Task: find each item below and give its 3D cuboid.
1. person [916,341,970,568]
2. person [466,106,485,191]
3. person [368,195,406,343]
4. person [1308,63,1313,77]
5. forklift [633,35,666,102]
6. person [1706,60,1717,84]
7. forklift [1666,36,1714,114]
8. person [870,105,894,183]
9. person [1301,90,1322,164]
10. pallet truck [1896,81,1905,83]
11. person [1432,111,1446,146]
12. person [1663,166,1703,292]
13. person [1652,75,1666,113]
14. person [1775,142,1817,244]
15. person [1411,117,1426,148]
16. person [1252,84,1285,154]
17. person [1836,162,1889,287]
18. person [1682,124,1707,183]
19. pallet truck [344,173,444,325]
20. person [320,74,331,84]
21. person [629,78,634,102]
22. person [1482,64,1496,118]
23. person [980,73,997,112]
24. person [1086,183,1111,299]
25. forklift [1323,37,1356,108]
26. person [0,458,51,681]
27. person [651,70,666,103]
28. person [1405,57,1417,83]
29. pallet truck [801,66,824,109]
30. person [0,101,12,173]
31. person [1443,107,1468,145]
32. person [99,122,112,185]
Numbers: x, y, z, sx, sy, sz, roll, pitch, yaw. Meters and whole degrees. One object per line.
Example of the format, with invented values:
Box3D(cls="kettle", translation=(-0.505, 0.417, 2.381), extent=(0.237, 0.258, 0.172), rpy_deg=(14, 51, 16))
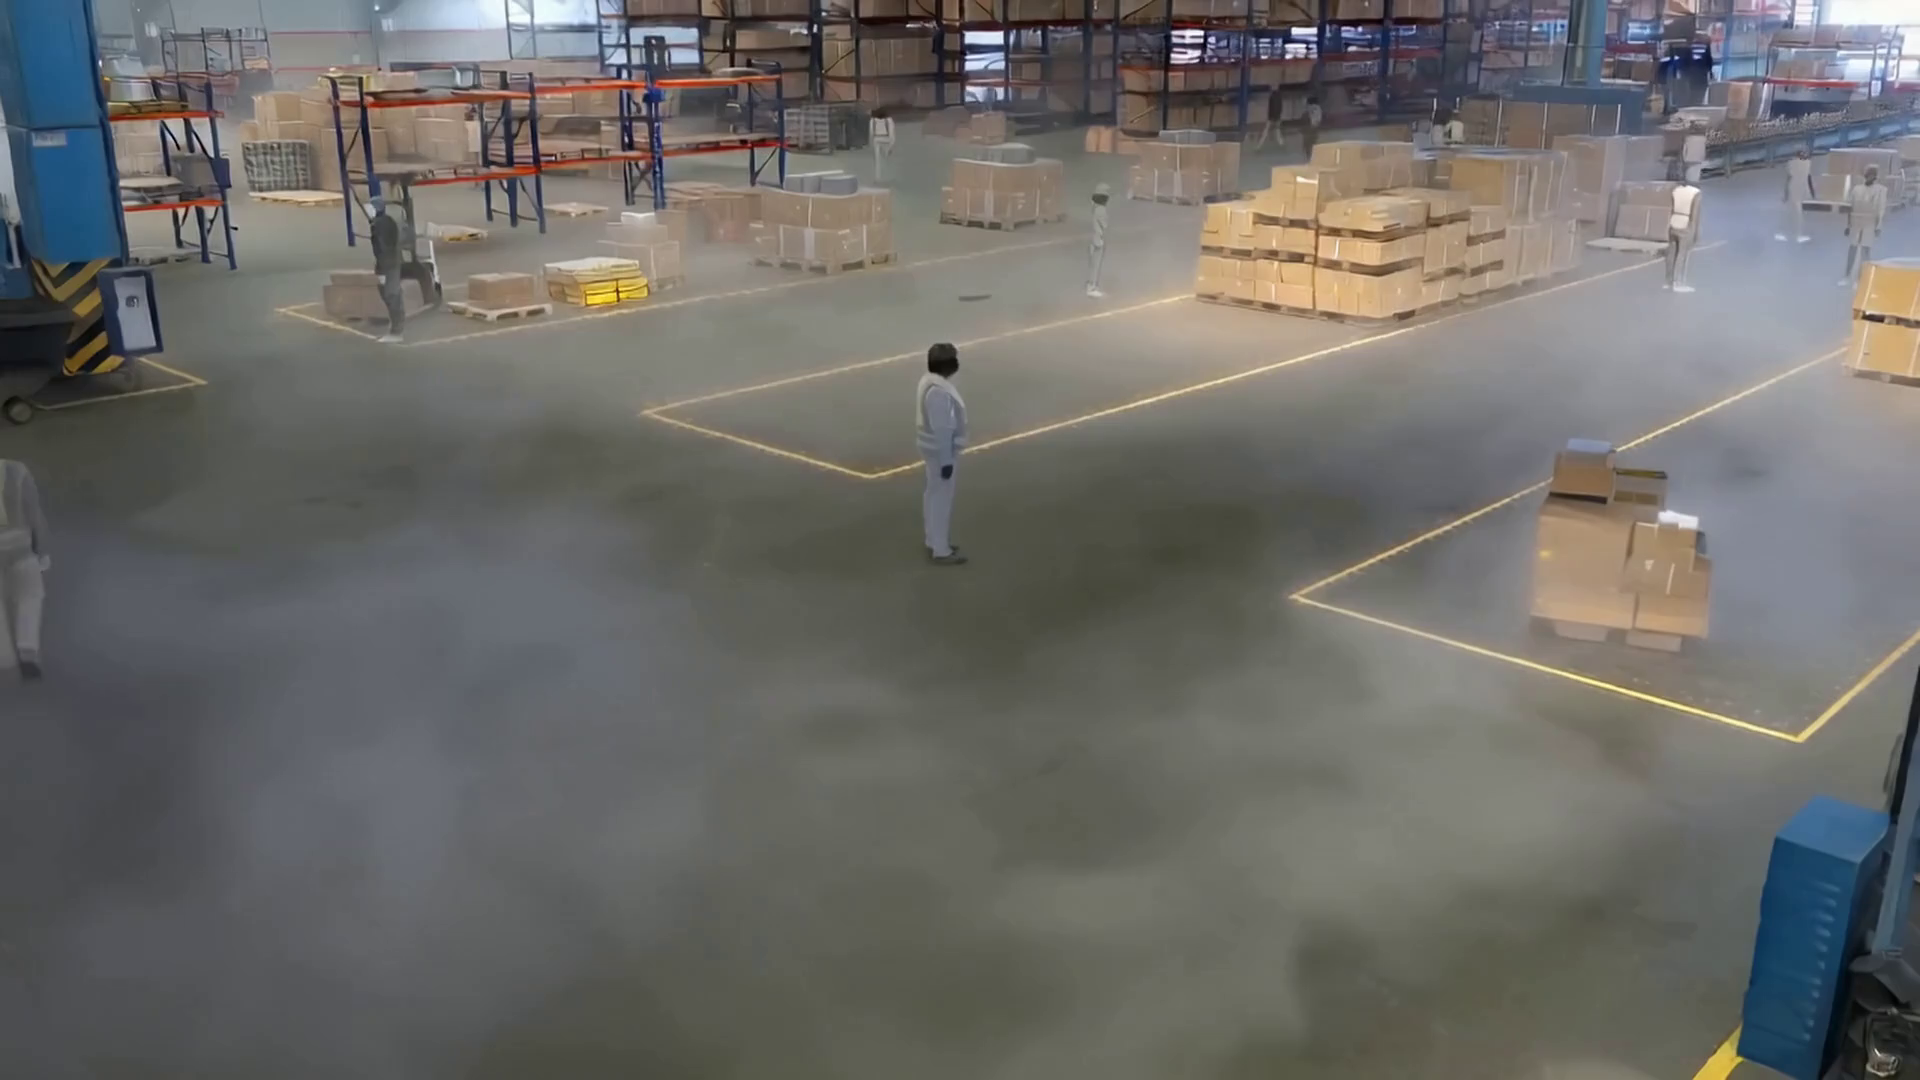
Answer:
Box3D(cls="person", translation=(-0.137, -0.701, 13.518), extent=(0.429, 1.844, 0.627), rpy_deg=(-3, 19, -9))
Box3D(cls="person", translation=(-11.237, -9.085, 38.641), extent=(0.368, 1.928, 0.585), rpy_deg=(0, 18, 1))
Box3D(cls="person", translation=(-7.623, -3.602, 22.105), extent=(0.367, 1.940, 0.634), rpy_deg=(-2, 18, -5))
Box3D(cls="person", translation=(14.078, -18.798, 67.817), extent=(1.056, 1.986, 0.626), rpy_deg=(10, 21, 28))
Box3D(cls="forklift", translation=(-11.553, -17.681, 63.053), extent=(1.129, 2.768, 1.873), rpy_deg=(17, 25, 41))
Box3D(cls="person", translation=(31.584, -19.393, 70.112), extent=(0.530, 1.662, 0.838), rpy_deg=(7, 19, 19))
Box3D(cls="forklift", translation=(27.341, -17.291, 61.877), extent=(1.129, 2.768, 1.873), rpy_deg=(17, 25, 41))
Box3D(cls="person", translation=(-1.885, -9.640, 40.467), extent=(0.594, 1.842, 0.979), rpy_deg=(2, 18, 5))
Box3D(cls="person", translation=(9.143, -10.700, 43.332), extent=(0.539, 2.000, 0.701), rpy_deg=(0, 18, 1))
Box3D(cls="pallet truck", translation=(34.802, -16.331, 61.455), extent=(0.653, 1.274, 1.630), rpy_deg=(17, 25, 41))
Box3D(cls="person", translation=(11.670, -9.606, 40.583), extent=(0.559, 1.683, 0.367), rpy_deg=(-16, 24, -39))
Box3D(cls="person", translation=(11.237, -4.824, 25.822), extent=(0.377, 1.916, 0.599), rpy_deg=(-6, 19, -16))
Box3D(cls="person", translation=(23.664, -14.921, 56.523), extent=(0.779, 1.742, 0.527), rpy_deg=(-17, 25, -42))
Box3D(cls="person", translation=(15.553, -6.399, 30.704), extent=(0.544, 1.828, 0.924), rpy_deg=(-9, 20, -25))
Box3D(cls="person", translation=(9.922, -8.256, 36.253), extent=(0.328, 1.862, 0.512), rpy_deg=(16, 24, 39))
Box3D(cls="person", translation=(8.876, -11.979, 47.336), extent=(1.020, 1.938, 0.665), rpy_deg=(-6, 19, -19))
Box3D(cls="person", translation=(14.239, -4.962, 26.199), extent=(0.349, 1.942, 0.545), rpy_deg=(-16, 24, -40))
Box3D(cls="person", translation=(16.534, -8.546, 37.500), extent=(0.395, 1.618, 0.498), rpy_deg=(-15, 23, -37))
Box3D(cls="pallet truck", translation=(-8.209, -4.181, 23.757), extent=(0.823, 1.965, 1.885), rpy_deg=(3, 19, 9))
Box3D(cls="person", translation=(-22.447, -15.675, 58.959), extent=(0.433, 1.623, 0.540), rpy_deg=(13, 22, 34))
Box3D(cls="person", translation=(-11.500, -15.084, 57.218), extent=(0.628, 1.612, 0.540), rpy_deg=(16, 24, 39))
Box3D(cls="person", translation=(19.232, -16.327, 60.490), extent=(0.665, 1.906, 0.550), rpy_deg=(9, 21, 26))
Box3D(cls="person", translation=(0.933, -14.919, 56.437), extent=(0.955, 1.809, 0.628), rpy_deg=(-17, 25, -41))
Box3D(cls="person", translation=(2.116, -4.534, 25.237), extent=(0.328, 1.734, 0.480), rpy_deg=(4, 19, 13))
Box3D(cls="forklift", translation=(13.646, -17.002, 61.006), extent=(1.129, 2.768, 1.873), rpy_deg=(17, 25, 41))
Box3D(cls="person", translation=(-6.451, 0.102, 11.120), extent=(0.640, 1.824, 0.488), rpy_deg=(-8, 20, -23))
Box3D(cls="person", translation=(-10.223, -14.970, 56.404), extent=(0.587, 1.911, 0.397), rpy_deg=(7, 20, 20))
Box3D(cls="person", translation=(20.491, -21.259, 75.546), extent=(0.613, 1.780, 0.931), rpy_deg=(15, 24, 38))
Box3D(cls="pallet truck", translation=(-4.812, -15.182, 56.903), extent=(0.823, 1.965, 1.885), rpy_deg=(-9, 21, -26))
Box3D(cls="person", translation=(-24.364, -10.260, 42.264), extent=(1.029, 1.873, 0.557), rpy_deg=(10, 21, 29))
Box3D(cls="person", translation=(11.457, -9.070, 38.611), extent=(0.569, 1.913, 0.458), rpy_deg=(-2, 18, -7))
Box3D(cls="person", translation=(-20.800, -9.530, 40.035), extent=(0.990, 1.903, 0.642), rpy_deg=(14, 23, 36))
